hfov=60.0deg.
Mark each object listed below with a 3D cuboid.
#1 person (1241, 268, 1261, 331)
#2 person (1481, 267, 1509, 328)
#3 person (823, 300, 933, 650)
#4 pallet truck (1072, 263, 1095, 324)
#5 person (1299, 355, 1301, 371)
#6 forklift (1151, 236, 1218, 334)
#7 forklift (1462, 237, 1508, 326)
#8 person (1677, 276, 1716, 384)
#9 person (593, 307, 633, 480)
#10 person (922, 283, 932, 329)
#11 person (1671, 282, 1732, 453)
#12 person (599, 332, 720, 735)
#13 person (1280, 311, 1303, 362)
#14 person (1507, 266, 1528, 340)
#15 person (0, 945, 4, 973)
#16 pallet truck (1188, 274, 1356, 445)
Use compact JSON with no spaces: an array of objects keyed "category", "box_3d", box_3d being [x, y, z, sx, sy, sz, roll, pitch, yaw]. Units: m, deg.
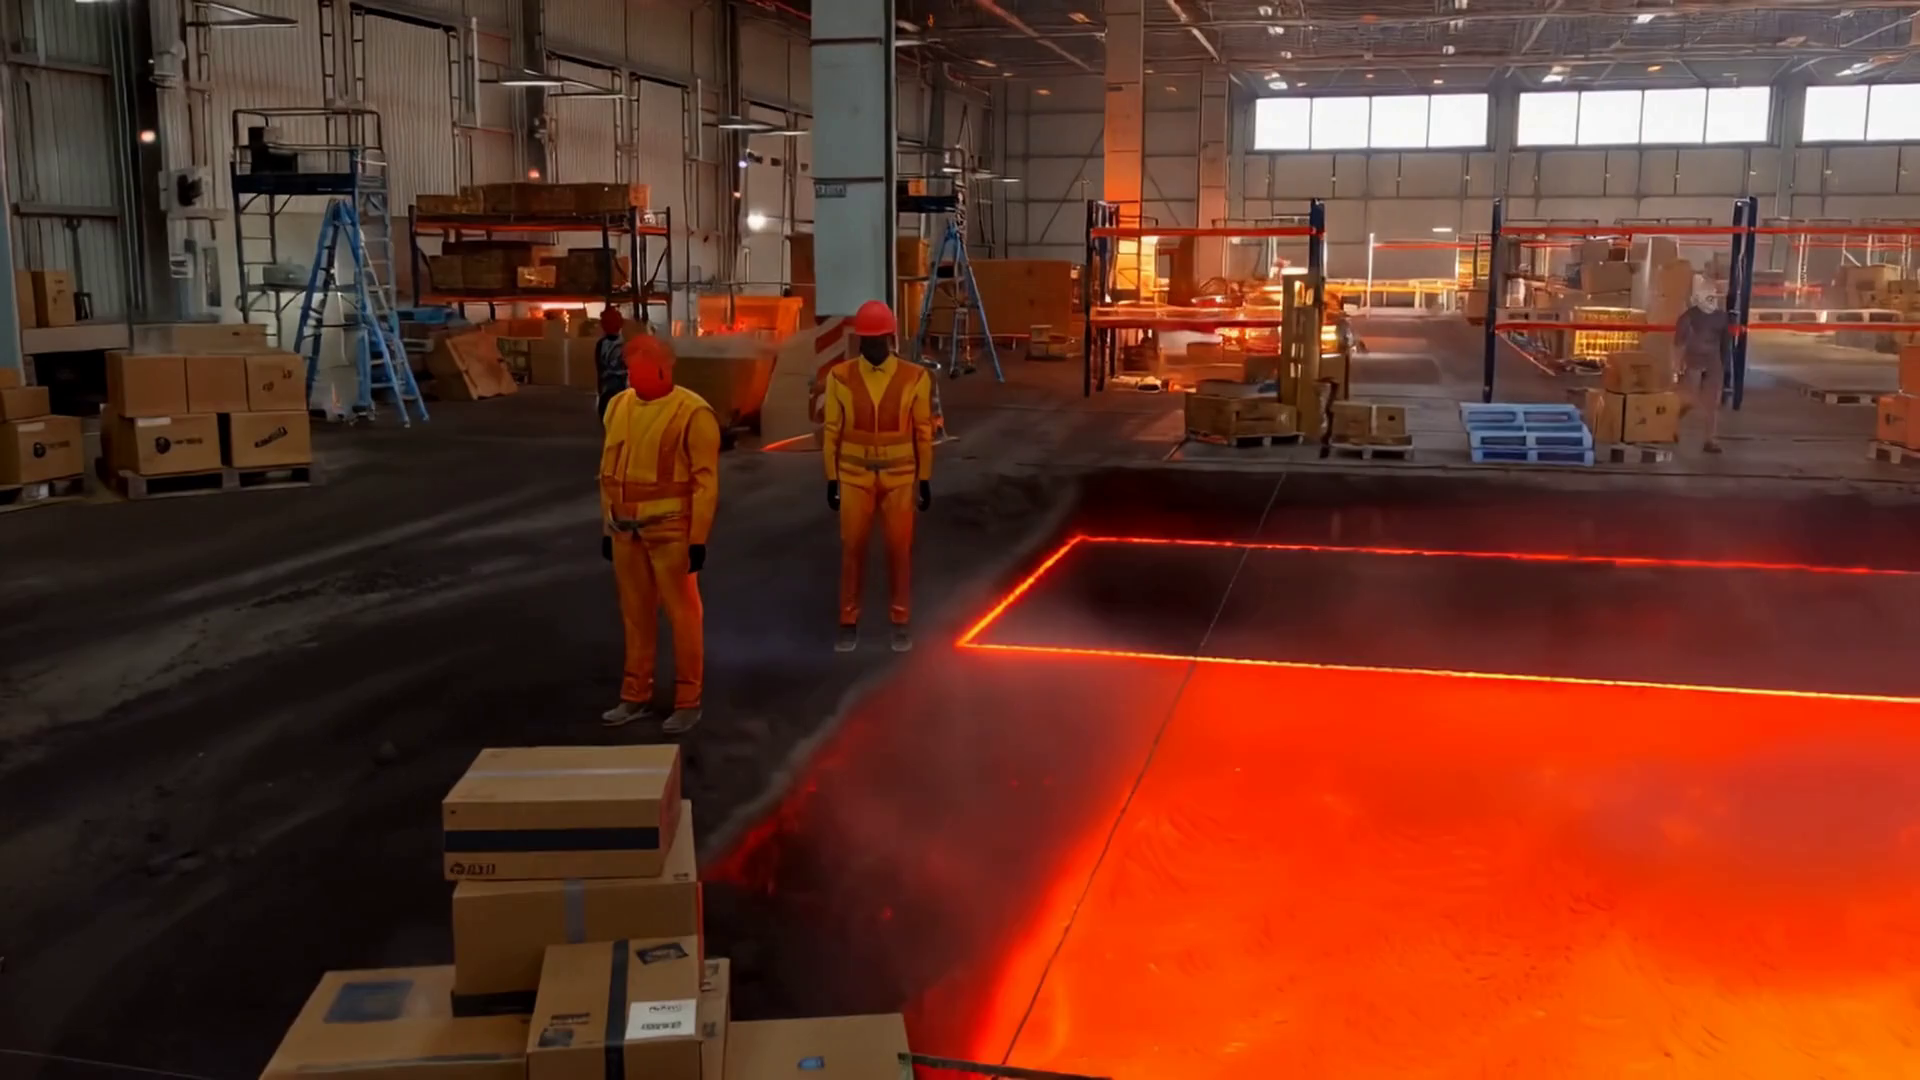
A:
[{"category":"person","box_3d":[8.625,-7.118,49.336,0.644,1.852,0.766,4,10,23]},{"category":"person","box_3d":[16.609,-7.455,51.242,1.050,1.892,0.641,0,10,2]},{"category":"person","box_3d":[-0.453,-0.351,9.220,0.605,1.944,0.403,0,10,0]},{"category":"pallet truck","box_3d":[4.325,-8.180,55.162,0.823,1.965,1.885,6,11,31]},{"category":"person","box_3d":[6.696,-4.100,31.979,0.508,1.713,0.445,-3,10,-17]},{"category":"forklift","box_3d":[6.373,-7.202,46.811,1.873,2.768,1.129,0,10,-1]},{"category":"forklift","box_3d":[16.902,-8.131,52.281,1.873,2.768,1.129,1,10,7]},{"category":"person","box_3d":[12.682,-3.619,28.710,1.022,1.861,0.617,-5,11,-28]},{"category":"person","box_3d":[-3.371,-1.419,16.232,0.535,1.700,0.318,7,12,35]},{"category":"person","box_3d":[-0.883,-7.348,50.477,0.544,1.929,0.386,-6,11,-33]},{"category":"person","box_3d":[8.294,-1.943,18.725,0.650,1.908,0.789,-1,10,-5]},{"category":"person","box_3d":[-1.406,-0.031,7.647,0.626,1.842,0.429,5,11,26]},{"category":"person","box_3d":[6.332,-3.992,31.081,0.776,1.816,0.564,-5,11,-25]},{"category":"person","box_3d":[14.787,-6.277,44.122,0.552,1.942,0.343,9,13,42]},{"category":"person","box_3d":[-2.130,0.731,3.035,0.655,1.880,1.039,-2,10,-14]},{"category":"pallet truck","box_3d":[3.653,-2.138,19.590,1.885,1.965,0.823,-4,10,-20]}]
